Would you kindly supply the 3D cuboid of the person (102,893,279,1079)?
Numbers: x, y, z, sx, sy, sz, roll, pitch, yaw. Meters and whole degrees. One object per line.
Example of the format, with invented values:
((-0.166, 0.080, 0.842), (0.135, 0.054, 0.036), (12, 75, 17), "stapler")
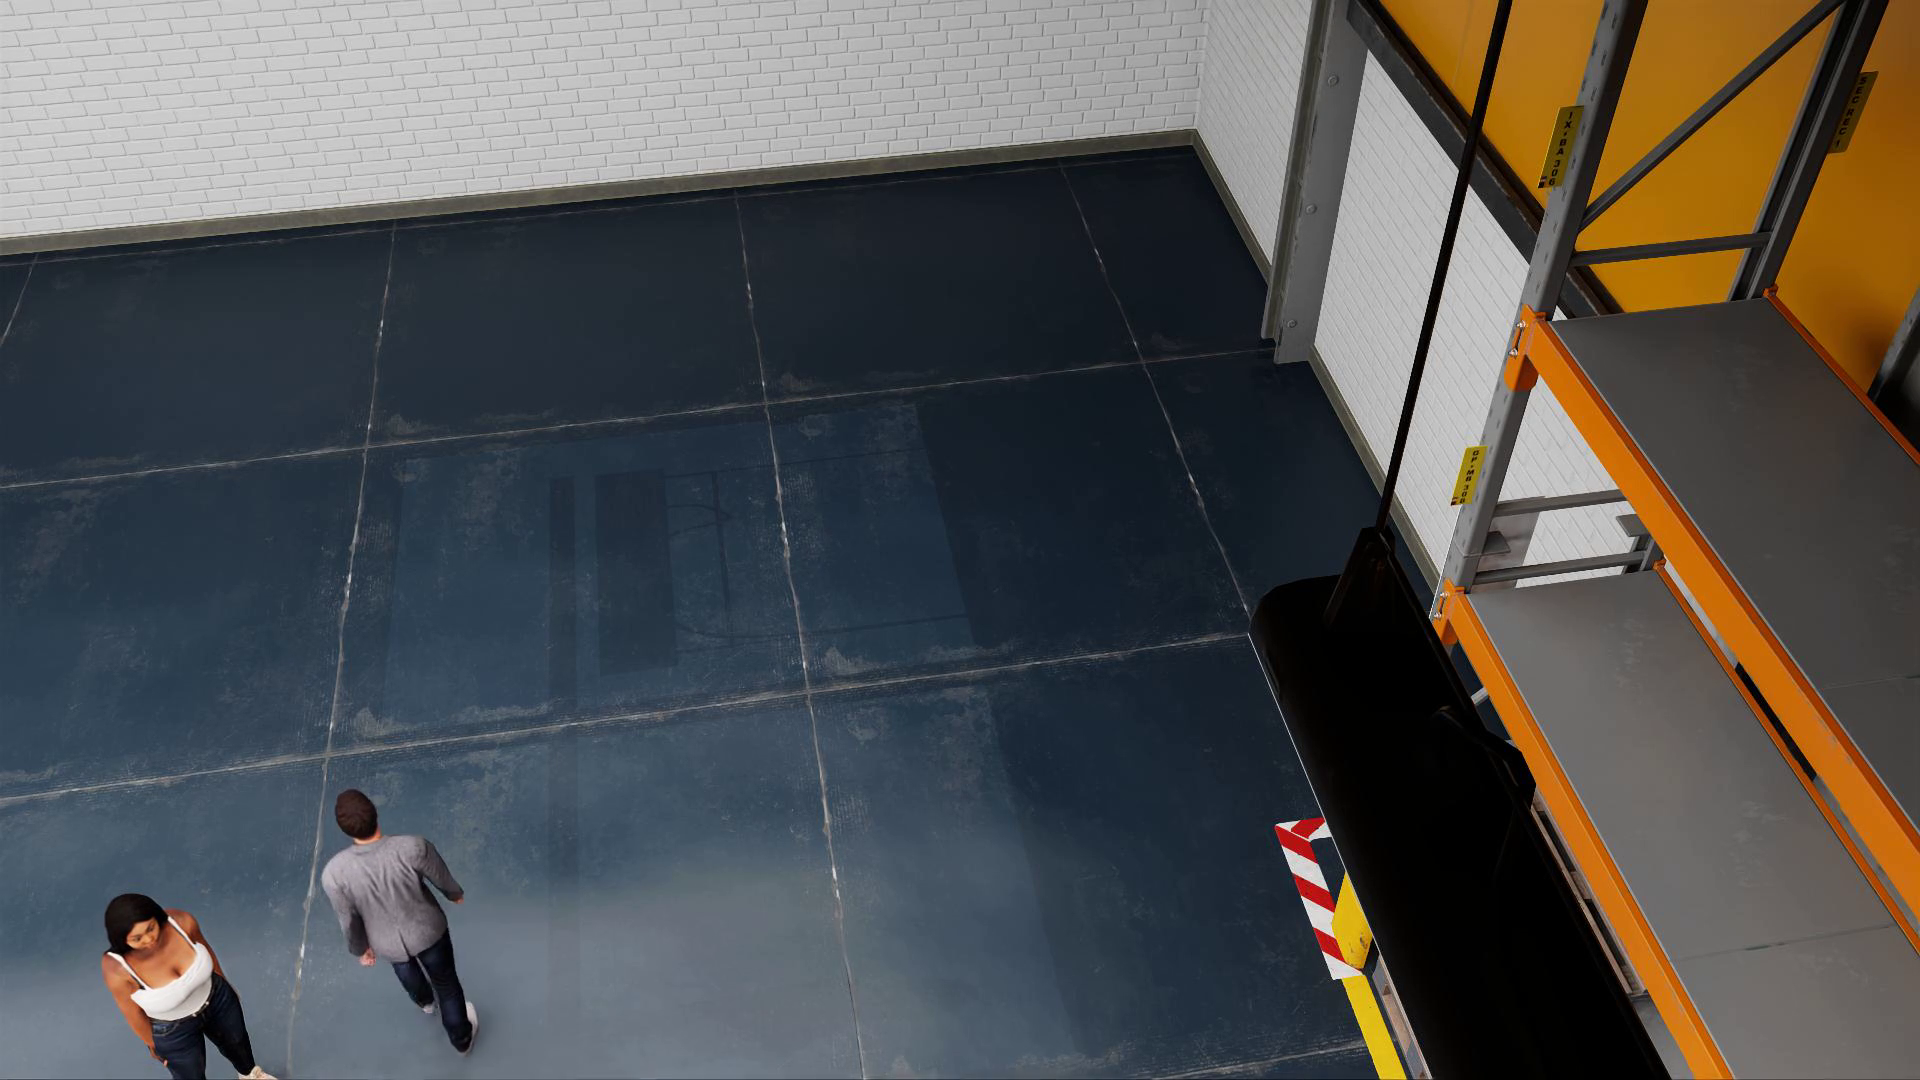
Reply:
((-3.745, 2.276, 8.035), (0.805, 1.809, 0.743), (25, 49, 24), "person")

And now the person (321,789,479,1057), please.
((-2.762, 2.003, 8.301), (0.773, 1.839, 0.854), (-8, 44, -8), "person")
